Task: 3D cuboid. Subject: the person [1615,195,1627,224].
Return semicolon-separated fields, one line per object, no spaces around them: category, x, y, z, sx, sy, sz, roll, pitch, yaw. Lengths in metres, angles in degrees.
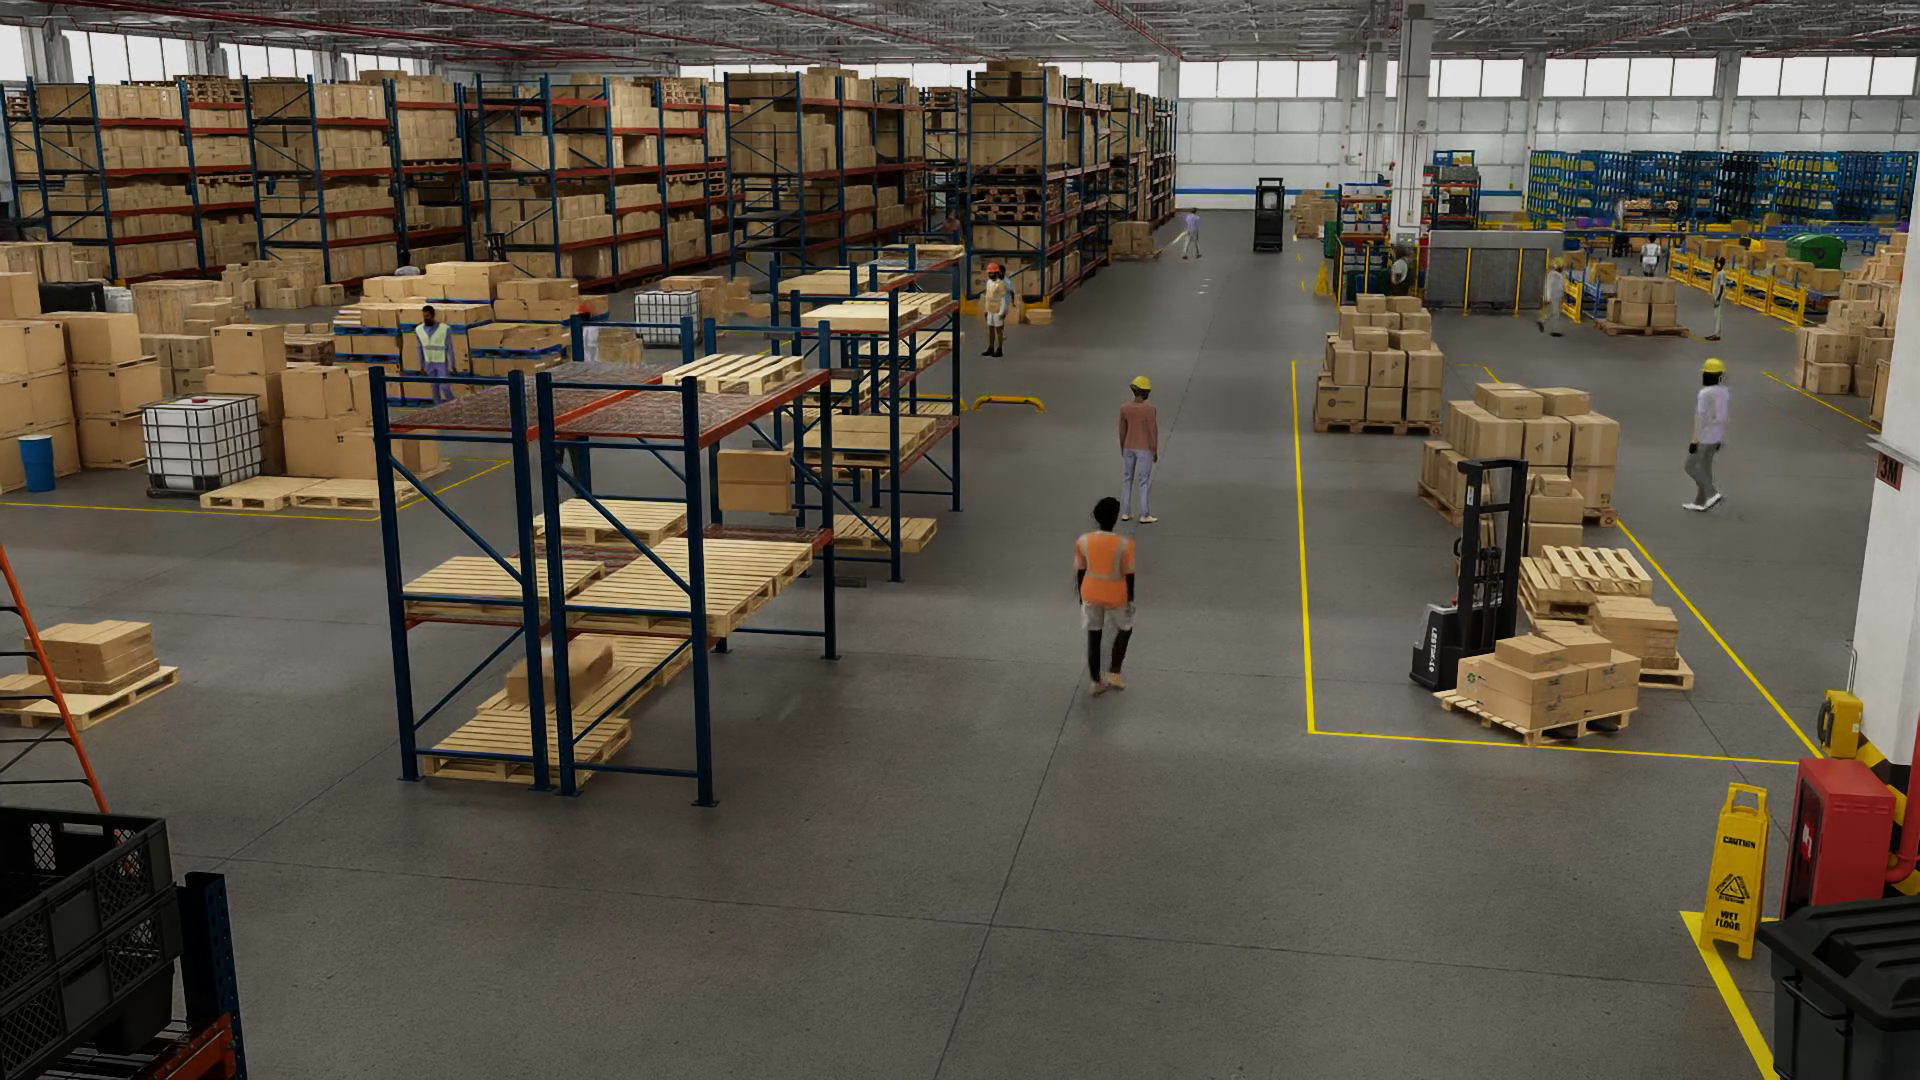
person;29.013;-14.175;72.887;1.003;1.855;0.646;4;14;16

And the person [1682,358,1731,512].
person;9.153;-1.268;20.329;0.604;1.916;0.454;-10;17;-34

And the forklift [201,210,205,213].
forklift;-25.707;-10.519;55.912;1.873;2.768;1.129;8;16;28

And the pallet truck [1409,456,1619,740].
pallet truck;4.504;0.400;13.395;0.823;1.965;1.885;-6;15;-23

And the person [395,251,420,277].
person;-12.404;-5.507;37.440;0.367;1.967;0.601;13;19;42

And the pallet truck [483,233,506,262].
pallet truck;-11.832;-7.026;43.548;1.885;1.965;0.823;8;16;28

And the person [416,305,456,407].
person;-8.435;-2.846;26.813;0.603;1.900;0.438;2;14;8

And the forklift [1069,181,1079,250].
forklift;4.249;-11.683;60.638;1.873;2.768;1.129;3;14;10

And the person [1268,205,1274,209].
person;12.995;-13.164;69.279;0.510;1.601;0.806;9;17;33

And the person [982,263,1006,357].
person;0.699;-4.762;34.475;0.365;1.939;0.542;-11;17;-37

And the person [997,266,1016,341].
person;0.972;-5.285;37.171;0.545;1.647;0.854;-6;15;-23

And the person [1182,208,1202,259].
person;8.487;-11.226;60.864;0.633;1.882;1.045;11;18;39

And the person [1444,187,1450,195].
person;23.530;-16.149;80.613;0.393;1.985;0.611;-9;16;-32

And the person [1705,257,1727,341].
person;16.914;-5.381;37.144;0.334;1.865;0.517;5;15;21

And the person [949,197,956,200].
person;-0.460;-18.880;91.909;0.558;1.890;0.989;-1;14;-4

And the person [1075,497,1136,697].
person;1.220;0.465;13.758;0.552;1.682;0.435;7;15;25

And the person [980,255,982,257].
person;0.844;-9.280;53.317;0.532;1.696;0.319;-8;16;-28

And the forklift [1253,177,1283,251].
forklift;12.083;-12.747;64.956;1.129;2.768;1.873;3;14;10

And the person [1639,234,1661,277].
person;20.138;-8.087;48.564;0.534;1.657;0.860;3;14;14

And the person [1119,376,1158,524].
person;2.143;-1.079;19.893;0.522;1.761;0.327;11;17;37

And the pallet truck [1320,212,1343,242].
pallet truck;15.874;-13.227;70.310;0.680;1.201;1.601;10;17;35

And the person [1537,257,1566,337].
person;13.517;-5.549;37.925;0.611;1.815;0.605;13;19;41

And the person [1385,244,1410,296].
person;10.235;-5.965;39.151;0.642;2.000;0.719;8;16;30

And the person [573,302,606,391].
person;-5.974;-2.925;27.081;0.859;1.913;0.549;-11;17;-37

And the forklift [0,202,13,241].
forklift;-24.550;-7.186;42.377;1.873;2.768;1.129;3;14;10

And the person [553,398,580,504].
person;-4.910;-1.278;20.623;0.509;1.810;0.935;-9;17;-33

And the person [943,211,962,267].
person;-0.281;-10.450;57.675;0.665;1.885;0.697;-1;14;-5
